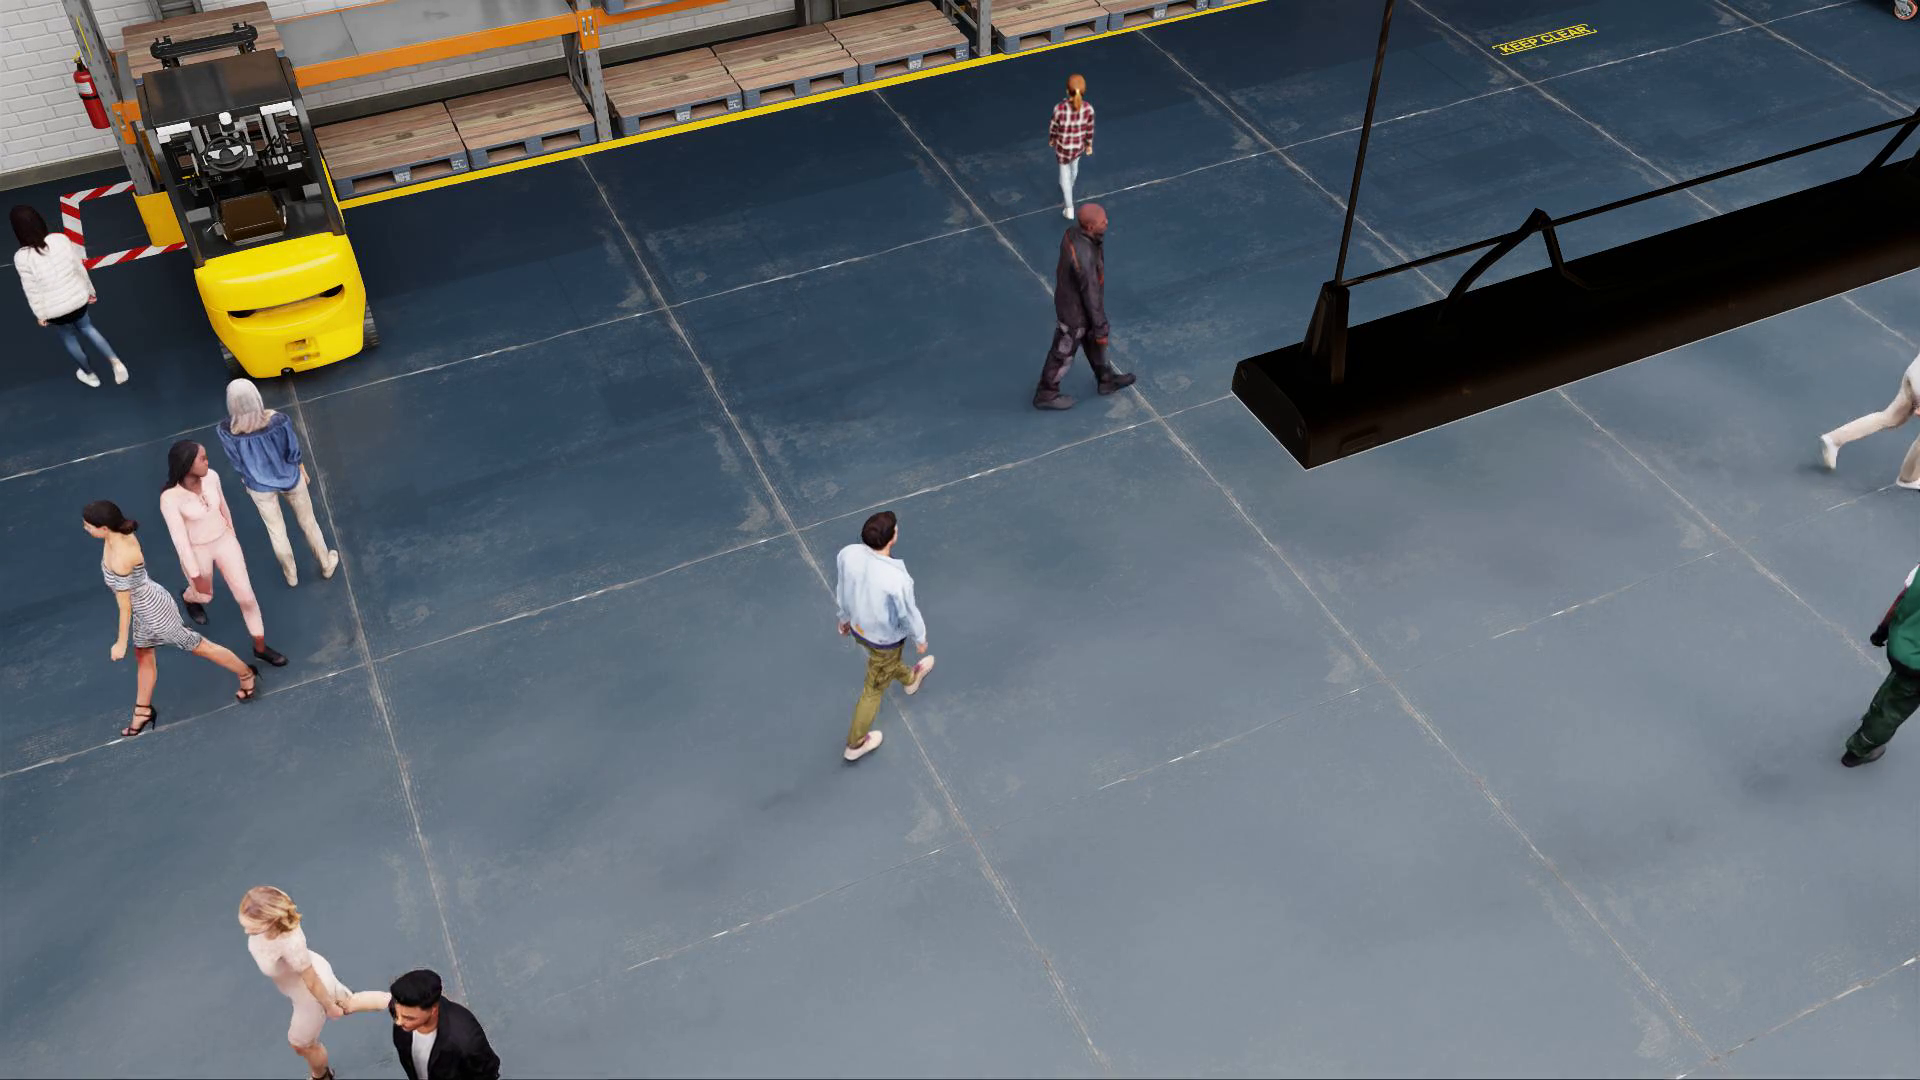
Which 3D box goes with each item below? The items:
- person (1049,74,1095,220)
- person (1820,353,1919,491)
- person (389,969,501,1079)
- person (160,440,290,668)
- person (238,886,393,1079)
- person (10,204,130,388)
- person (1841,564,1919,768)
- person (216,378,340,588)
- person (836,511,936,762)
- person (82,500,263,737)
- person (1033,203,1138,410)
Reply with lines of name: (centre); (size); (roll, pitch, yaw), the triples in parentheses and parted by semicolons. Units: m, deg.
person: (0.968, -3.410, 14.485); (0.874, 1.279, 0.727); (-8, 44, -8)
person: (6.711, -1.117, 11.672); (1.225, 1.839, 1.084); (7, 44, 7)
person: (-2.375, 2.539, 7.856); (0.789, 1.810, 0.801); (23, 48, 23)
person: (-4.813, 0.080, 10.532); (1.115, 1.678, 1.180); (26, 49, 24)
person: (-3.113, 2.183, 8.240); (1.122, 1.794, 0.700); (-21, 47, -20)
person: (-6.723, -1.786, 12.529); (0.915, 1.625, 0.902); (24, 49, 23)
person: (5.579, 0.702, 9.774); (0.719, 1.823, 0.683); (-18, 47, -18)
person: (-4.527, -0.379, 11.002); (0.532, 1.694, 0.693); (-13, 45, -13)
person: (-0.545, 0.613, 9.910); (0.961, 1.765, 1.240); (34, 53, 30)
person: (-4.759, 0.442, 10.088); (1.145, 1.767, 0.746); (-27, 50, -25)
person: (0.759, -1.698, 12.313); (1.175, 1.797, 0.944); (-4, 44, -4)
